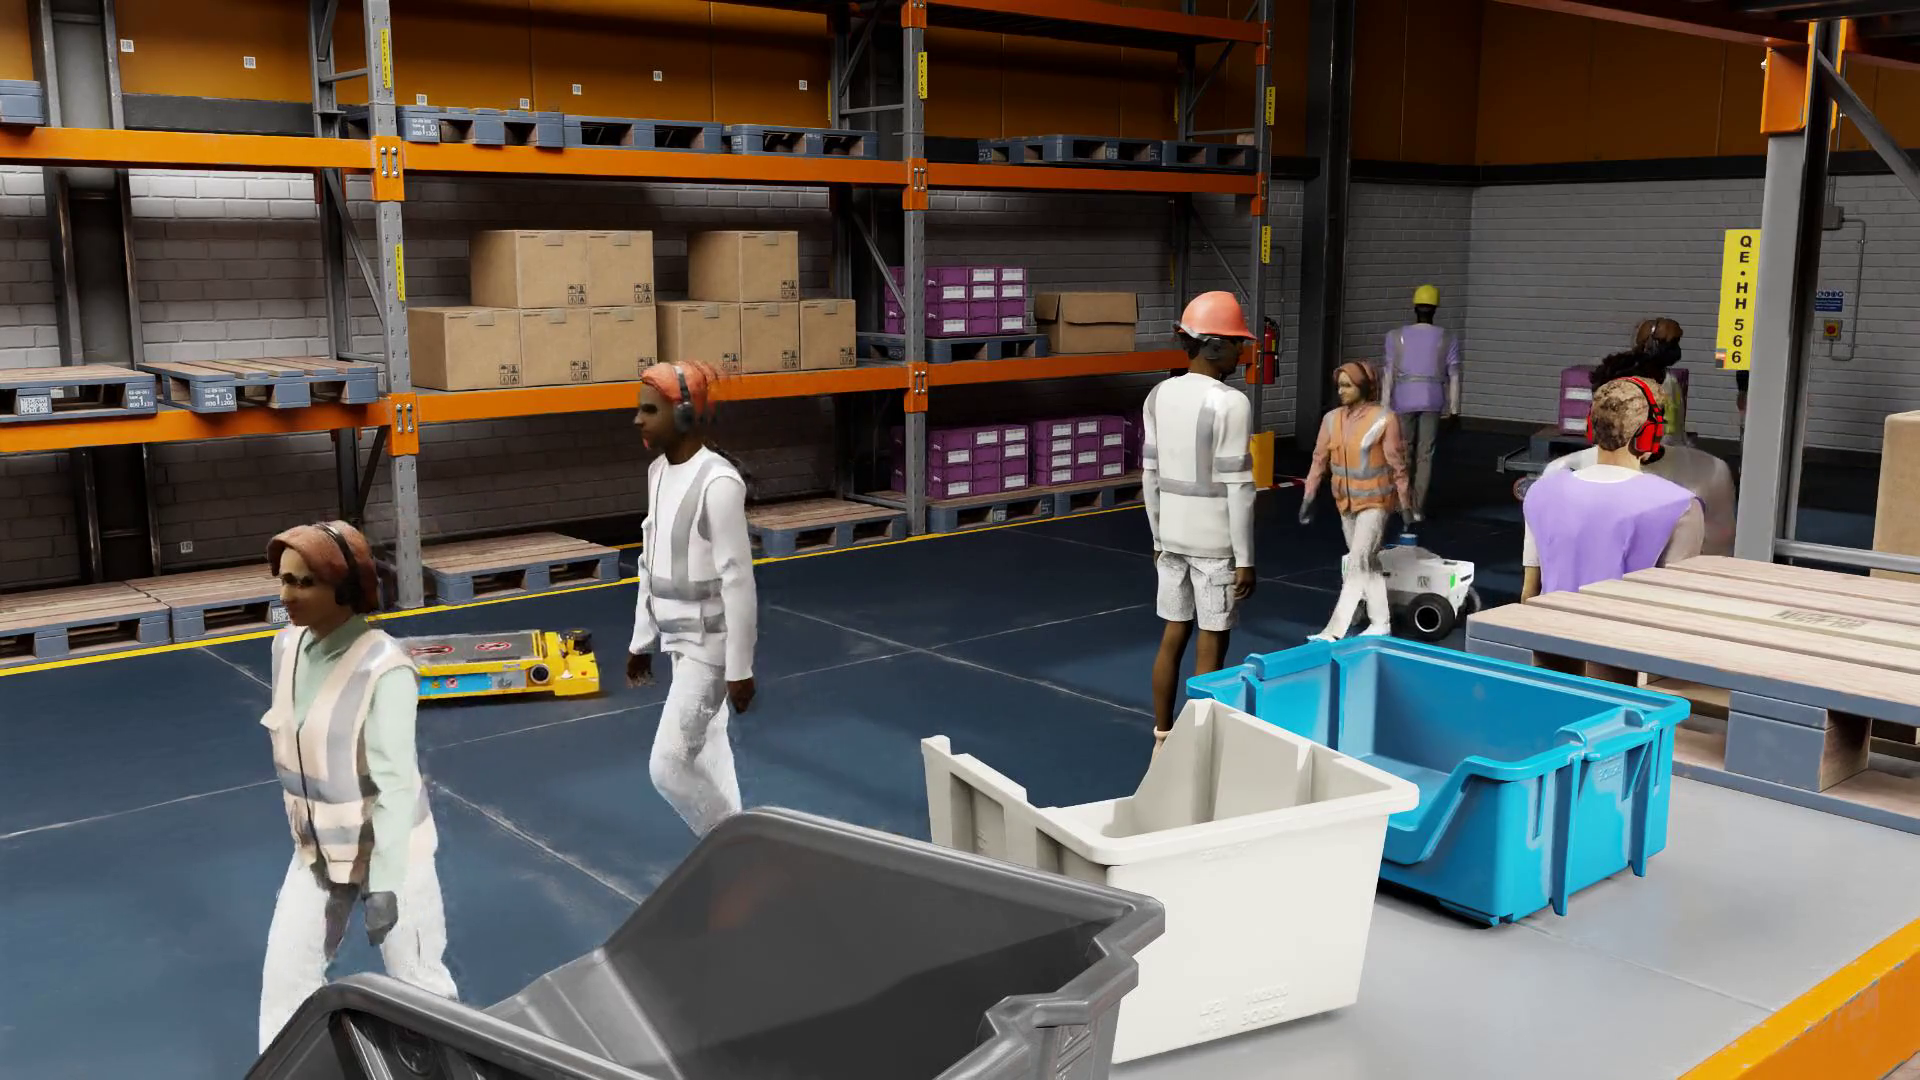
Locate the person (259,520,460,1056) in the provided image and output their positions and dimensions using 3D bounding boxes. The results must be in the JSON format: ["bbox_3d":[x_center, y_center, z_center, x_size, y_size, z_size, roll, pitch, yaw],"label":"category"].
[{"bbox_3d":[-1.451,0.761,3.826,0.539,1.605,0.736,7,12,34],"label":"person"}]

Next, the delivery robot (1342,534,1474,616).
[{"bbox_3d":[2.582,0.208,9.623,0.707,0.478,0.477,7,12,36],"label":"delivery robot"}]

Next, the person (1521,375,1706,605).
[{"bbox_3d":[1.951,0.428,5.039,0.389,1.846,0.567,-9,13,-40],"label":"person"}]

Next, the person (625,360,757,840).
[{"bbox_3d":[-0.851,0.356,5.390,0.435,1.869,0.580,-5,11,-24],"label":"person"}]

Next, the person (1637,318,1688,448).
[{"bbox_3d":[4.053,-0.361,9.585,0.633,1.807,0.820,-9,13,-40],"label":"person"}]

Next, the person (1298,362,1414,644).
[{"bbox_3d":[2.160,-0.176,9.133,0.863,1.585,0.551,-7,12,-33],"label":"person"}]

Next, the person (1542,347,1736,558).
[{"bbox_3d":[2.205,0.324,5.458,0.630,1.907,0.873,4,11,19],"label":"person"}]

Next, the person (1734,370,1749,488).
[{"bbox_3d":[7.257,-1.382,14.861,0.618,1.968,0.813,0,10,0],"label":"person"}]

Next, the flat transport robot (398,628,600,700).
[{"bbox_3d":[-2.547,0.635,8.284,1.431,0.197,0.652,-3,11,-15],"label":"flat transport robot"}]

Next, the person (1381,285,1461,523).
[{"bbox_3d":[3.754,-1.113,13.537,0.611,1.890,0.869,3,11,19],"label":"person"}]

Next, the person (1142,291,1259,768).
[{"bbox_3d":[1.010,0.005,6.859,0.366,2.041,0.614,-6,12,-31],"label":"person"}]
